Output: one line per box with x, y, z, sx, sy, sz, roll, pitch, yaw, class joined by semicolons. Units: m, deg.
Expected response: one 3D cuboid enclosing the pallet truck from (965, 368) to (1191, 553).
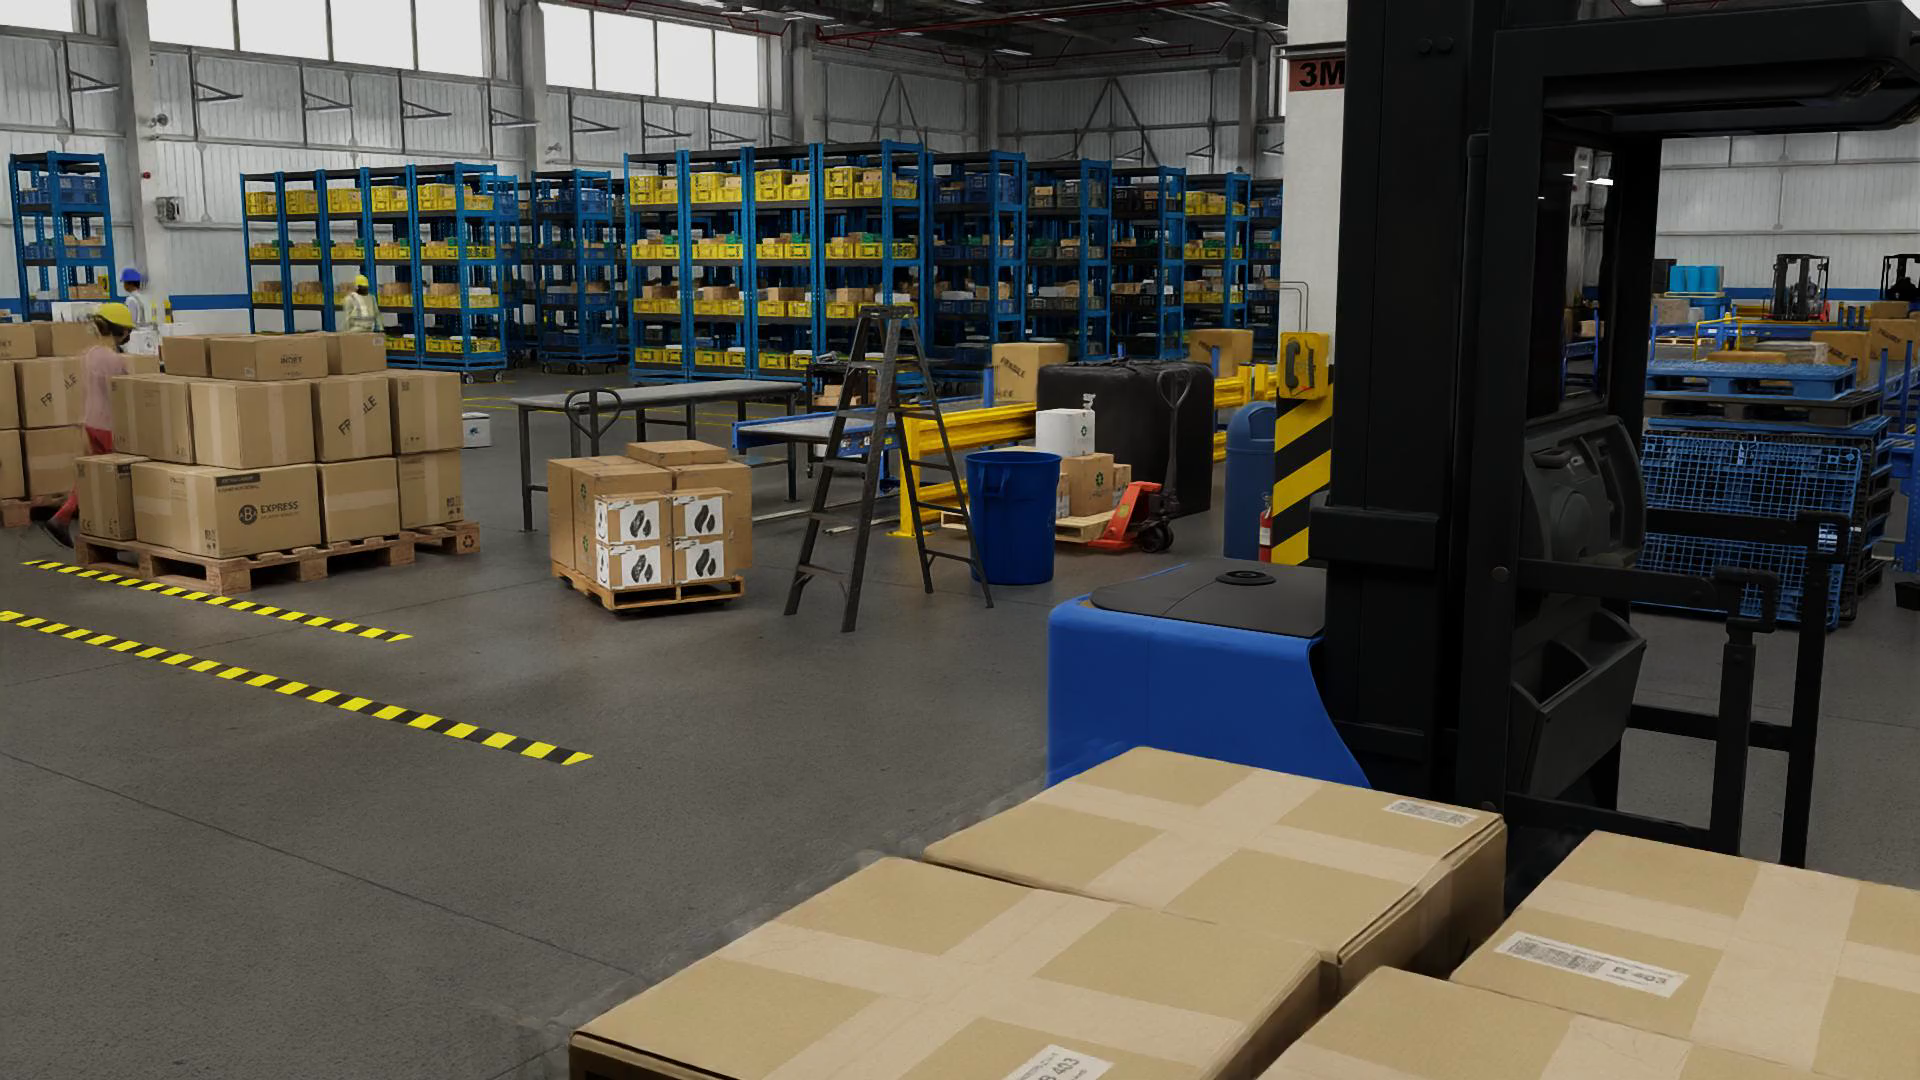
0.845;-0.609;11.869;1.630;1.274;0.653;7;12;35;pallet truck

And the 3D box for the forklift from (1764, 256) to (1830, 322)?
20.253;-5.854;40.139;1.157;1.987;2.680;7;12;35;forklift

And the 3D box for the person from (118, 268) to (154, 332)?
-11.047;-2.704;22.510;0.687;1.928;0.608;-1;10;-4;person

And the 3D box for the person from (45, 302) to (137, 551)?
-5.939;-0.762;11.449;0.539;1.745;0.605;9;13;43;person

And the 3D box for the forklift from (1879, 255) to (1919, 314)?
22.089;-5.634;38.796;1.157;1.987;2.680;6;11;33;forklift

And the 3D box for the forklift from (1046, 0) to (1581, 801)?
1.249;-0.137;4.360;1.873;2.768;1.129;7;12;35;forklift

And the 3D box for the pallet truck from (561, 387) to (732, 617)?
-1.981;-0.274;10.088;0.680;1.201;1.601;-5;11;-28;pallet truck

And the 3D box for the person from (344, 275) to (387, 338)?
-9.908;-3.504;27.692;0.921;1.781;0.598;5;11;27;person

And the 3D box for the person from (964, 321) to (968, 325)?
0.054;-5.153;37.369;0.579;1.823;0.668;6;11;33;person
